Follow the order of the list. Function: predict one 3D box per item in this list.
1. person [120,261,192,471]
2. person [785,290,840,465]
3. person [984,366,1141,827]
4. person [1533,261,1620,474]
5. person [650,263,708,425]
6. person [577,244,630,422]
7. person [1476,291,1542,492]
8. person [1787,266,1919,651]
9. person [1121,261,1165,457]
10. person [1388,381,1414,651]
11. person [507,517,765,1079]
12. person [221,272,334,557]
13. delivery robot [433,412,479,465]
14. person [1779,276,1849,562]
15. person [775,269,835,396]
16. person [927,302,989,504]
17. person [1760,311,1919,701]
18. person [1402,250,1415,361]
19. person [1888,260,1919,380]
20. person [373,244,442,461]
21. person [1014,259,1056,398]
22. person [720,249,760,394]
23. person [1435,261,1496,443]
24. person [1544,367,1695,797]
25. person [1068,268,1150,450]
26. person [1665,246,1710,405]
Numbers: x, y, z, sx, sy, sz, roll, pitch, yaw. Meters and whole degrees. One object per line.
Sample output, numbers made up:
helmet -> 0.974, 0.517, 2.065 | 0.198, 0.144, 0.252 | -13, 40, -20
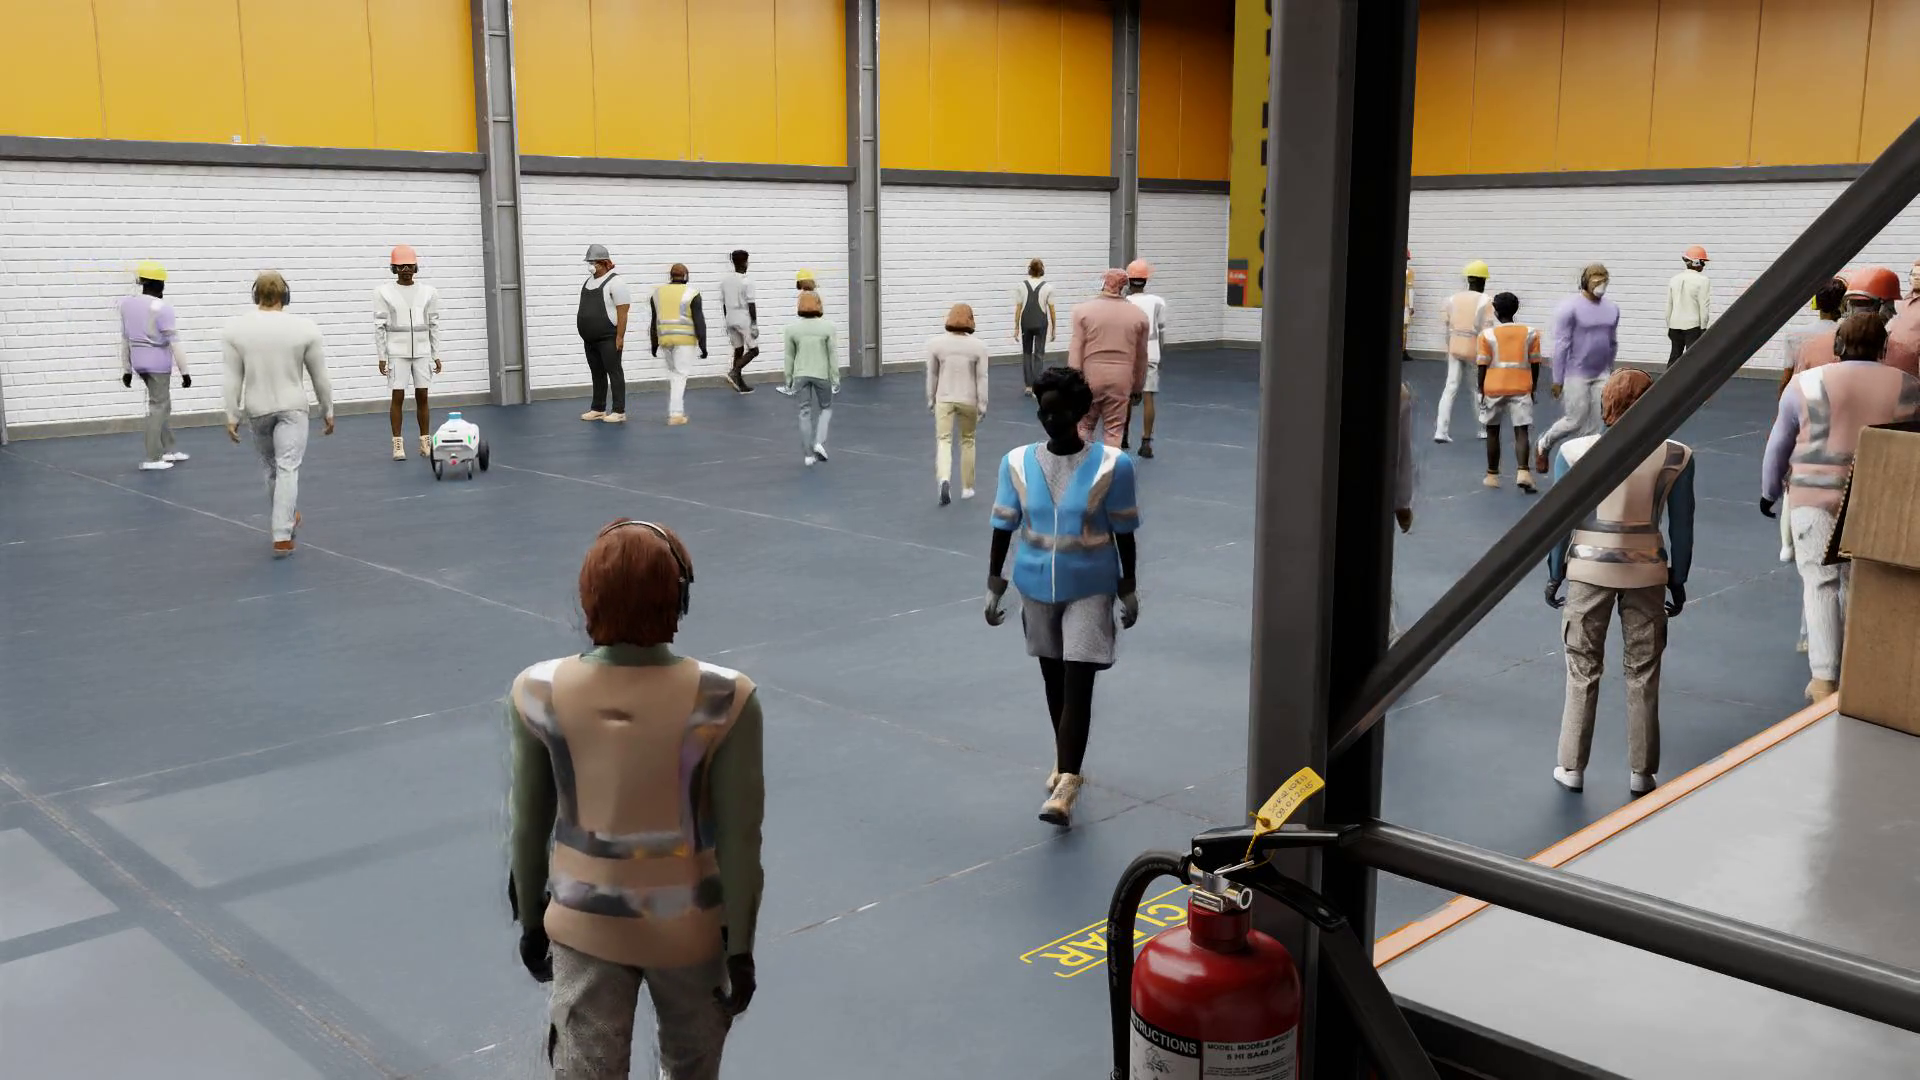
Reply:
person -> -7.318, -1.605, 15.288 | 0.606, 1.894, 0.780 | 4, 11, 23
person -> -1.370, -1.508, 15.492 | 0.529, 1.617, 0.348 | 1, 10, 5
person -> 0.347, 0.201, 6.084 | 0.556, 1.651, 0.840 | 4, 11, 22
person -> 5.220, -1.387, 14.049 | 0.658, 1.918, 0.693 | -4, 11, -22
person -> -3.159, -2.226, 18.900 | 0.669, 1.806, 0.689 | 4, 11, 20
person -> -4.123, -2.366, 19.047 | 0.687, 2.000, 0.535 | 8, 13, 39
person -> 4.583, -1.232, 13.871 | 0.546, 1.669, 0.599 | 1, 10, 7
person -> 4.706, -0.414, 8.590 | 0.864, 1.965, 0.652 | -5, 11, -25
person -> 1.736, -1.780, 16.289 | 0.545, 1.881, 1.012 | -1, 10, -4
person -> 1.894, -0.224, 8.098 | 0.593, 1.783, 0.925 | -8, 13, -37
person -> -0.628, 0.768, 3.162 | 0.515, 1.608, 0.800 | 0, 10, 2
person -> -4.608, -0.867, 11.302 | 0.655, 1.881, 1.038 | -2, 11, -10
delivery robot -> -4.485, -0.893, 14.812 | 0.477, 0.478, 0.707 | -2, 11, -11
person -> 5.586, -0.766, 10.804 | 0.532, 1.863, 0.309 | 10, 14, 42
person -> -2.024, -2.756, 22.143 | 0.941, 1.682, 0.492 | -10, 14, -44
person -> -0.025, -1.092, 13.283 | 0.504, 1.608, 0.698 | 1, 10, 4
person -> 4.135, -0.179, 7.829 | 0.643, 1.780, 1.013 | 2, 11, 13
person -> 7.491, -4.011, 28.327 | 0.542, 1.928, 0.374 | 9, 14, 40
person -> 8.650, -1.578, 15.109 | 0.409, 1.908, 0.652 | -3, 11, -14
person -> -5.243, -1.780, 15.844 | 0.607, 2.044, 0.378 | -7, 12, -32
person -> 1.012, -2.801, 22.012 | 0.535, 1.819, 0.711 | 2, 11, 11
person -> -2.957, -2.910, 22.249 | 0.641, 1.952, 0.498 | 9, 14, 40
person -> 5.262, -1.941, 17.206 | 1.033, 1.869, 0.604 | -10, 14, -44
person -> 2.501, 0.165, 6.339 | 0.524, 1.639, 0.308 | 3, 11, 14
person -> 1.210, -1.263, 13.525 | 0.681, 1.861, 0.526 | -1, 10, -5
person -> 9.183, -2.693, 20.968 | 0.392, 1.991, 0.613 | -5, 11, -24
